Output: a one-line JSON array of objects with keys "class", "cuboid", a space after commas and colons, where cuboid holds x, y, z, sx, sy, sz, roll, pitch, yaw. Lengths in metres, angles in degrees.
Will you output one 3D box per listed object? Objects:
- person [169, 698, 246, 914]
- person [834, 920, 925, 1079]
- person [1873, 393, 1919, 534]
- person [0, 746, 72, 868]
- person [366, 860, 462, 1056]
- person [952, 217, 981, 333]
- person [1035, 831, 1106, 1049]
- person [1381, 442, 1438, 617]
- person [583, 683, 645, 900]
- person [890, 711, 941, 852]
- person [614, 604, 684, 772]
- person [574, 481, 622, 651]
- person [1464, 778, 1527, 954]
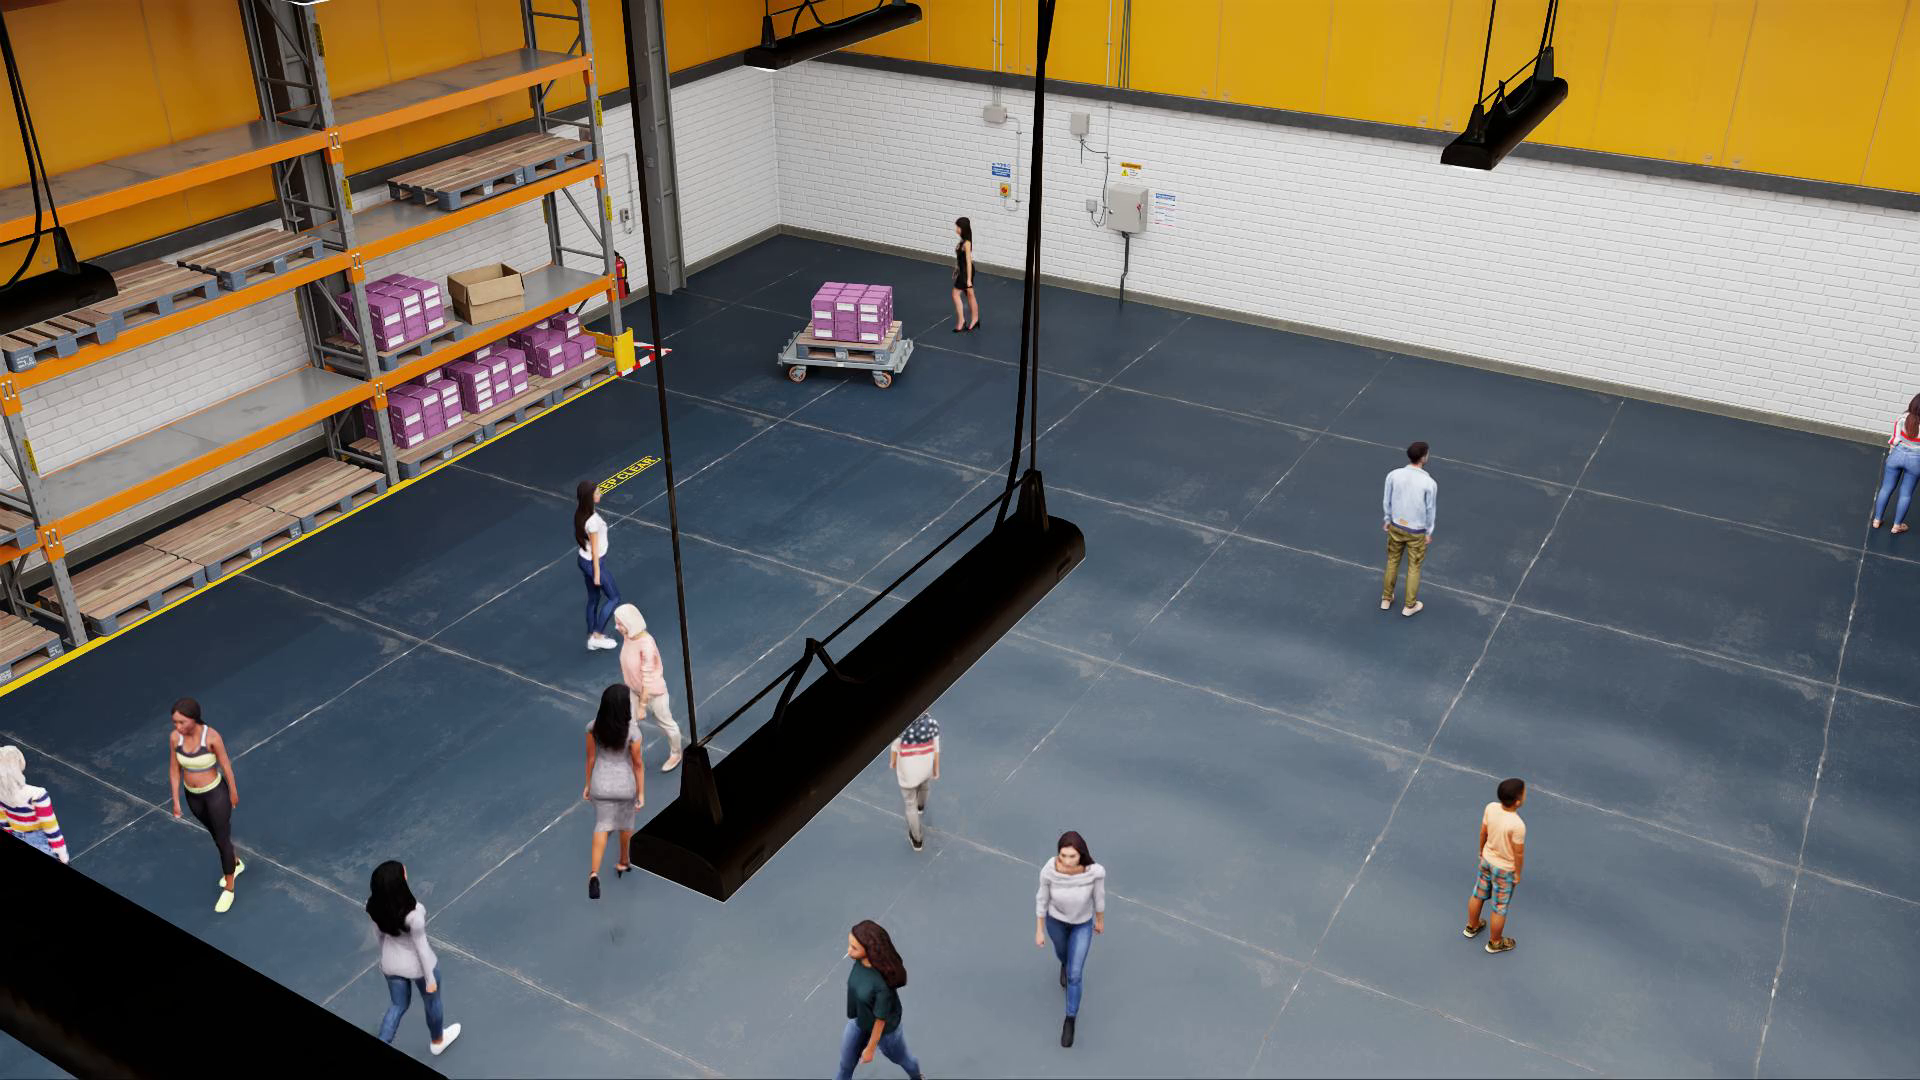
[{"class": "person", "cuboid": [-5.684, 1.901, 12.650, 0.771, 1.740, 0.923, 3, 29, 5]}, {"class": "person", "cuboid": [-0.454, 3.088, 10.660, 1.184, 1.562, 0.913, -18, 33, -30]}, {"class": "person", "cuboid": [10.153, -0.856, 17.838, 0.646, 1.612, 0.590, 25, 38, 38]}, {"class": "person", "cuboid": [-6.683, 2.263, 11.934, 0.835, 1.791, 1.055, 7, 29, 12]}, {"class": "person", "cuboid": [-3.693, 2.860, 10.919, 0.722, 1.714, 1.057, 11, 31, 19]}, {"class": "person", "cuboid": [0.166, -3.649, 22.935, 0.758, 1.634, 0.702, -2, 29, -4]}, {"class": "person", "cuboid": [0.752, 2.609, 11.515, 0.861, 1.585, 1.146, 5, 29, 9]}, {"class": "person", "cuboid": [4.388, -0.114, 16.272, 0.699, 1.809, 0.595, 20, 35, 32]}, {"class": "person", "cuboid": [-2.626, 1.955, 12.543, 0.873, 1.748, 1.067, 0, 29, 0]}, {"class": "person", "cuboid": [-0.341, 1.815, 13.155, 0.886, 1.408, 0.933, -9, 30, -15]}, {"class": "person", "cuboid": [-2.558, 1.229, 13.939, 0.786, 1.686, 1.031, 22, 36, 35]}, {"class": "person", "cuboid": [-3.526, 0.274, 15.609, 0.723, 1.762, 0.696, -14, 32, -25]}, {"class": "person", "cuboid": [3.929, 2.350, 12.118, 0.612, 1.461, 0.598, -17, 33, -29]}]
